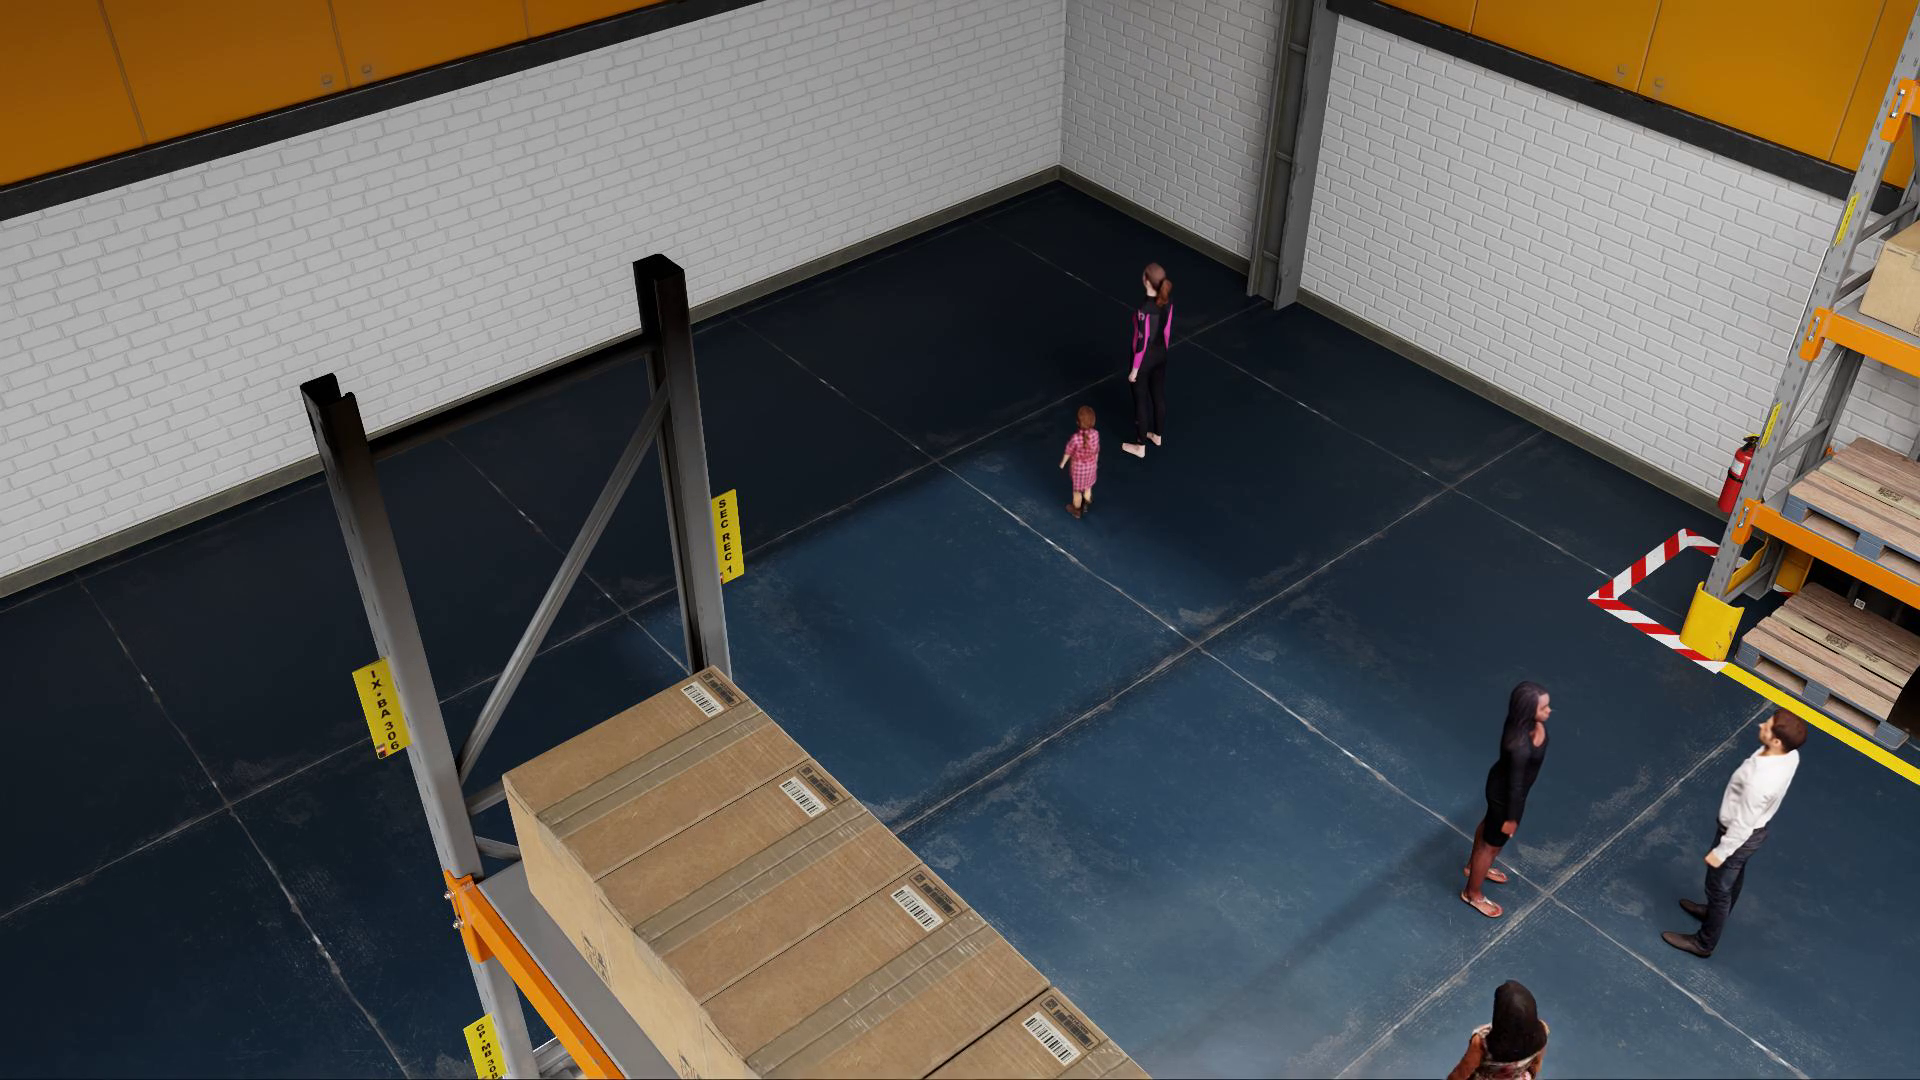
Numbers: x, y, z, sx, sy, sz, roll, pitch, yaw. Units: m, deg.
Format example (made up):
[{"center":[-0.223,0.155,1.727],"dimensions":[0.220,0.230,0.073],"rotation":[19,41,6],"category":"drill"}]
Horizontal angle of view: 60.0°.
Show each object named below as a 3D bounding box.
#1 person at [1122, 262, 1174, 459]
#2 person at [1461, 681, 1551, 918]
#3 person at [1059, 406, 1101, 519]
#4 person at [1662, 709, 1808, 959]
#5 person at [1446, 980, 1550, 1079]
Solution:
[{"center":[1.534,-1.469,13.520],"dimensions":[0.550,1.751,0.531],"rotation":[-29,47,-31],"category":"person"},{"center":[3.238,1.502,9.825],"dimensions":[0.675,1.720,0.686],"rotation":[14,41,17],"category":"person"},{"center":[0.960,-0.585,13.000],"dimensions":[0.473,1.018,0.511],"rotation":[-17,42,-21],"category":"person"},{"center":[4.464,1.669,9.494],"dimensions":[0.589,1.871,0.695],"rotation":[29,47,31],"category":"person"},{"center":[2.679,2.799,8.267],"dimensions":[0.797,1.638,0.832],"rotation":[-9,40,-11],"category":"person"}]
